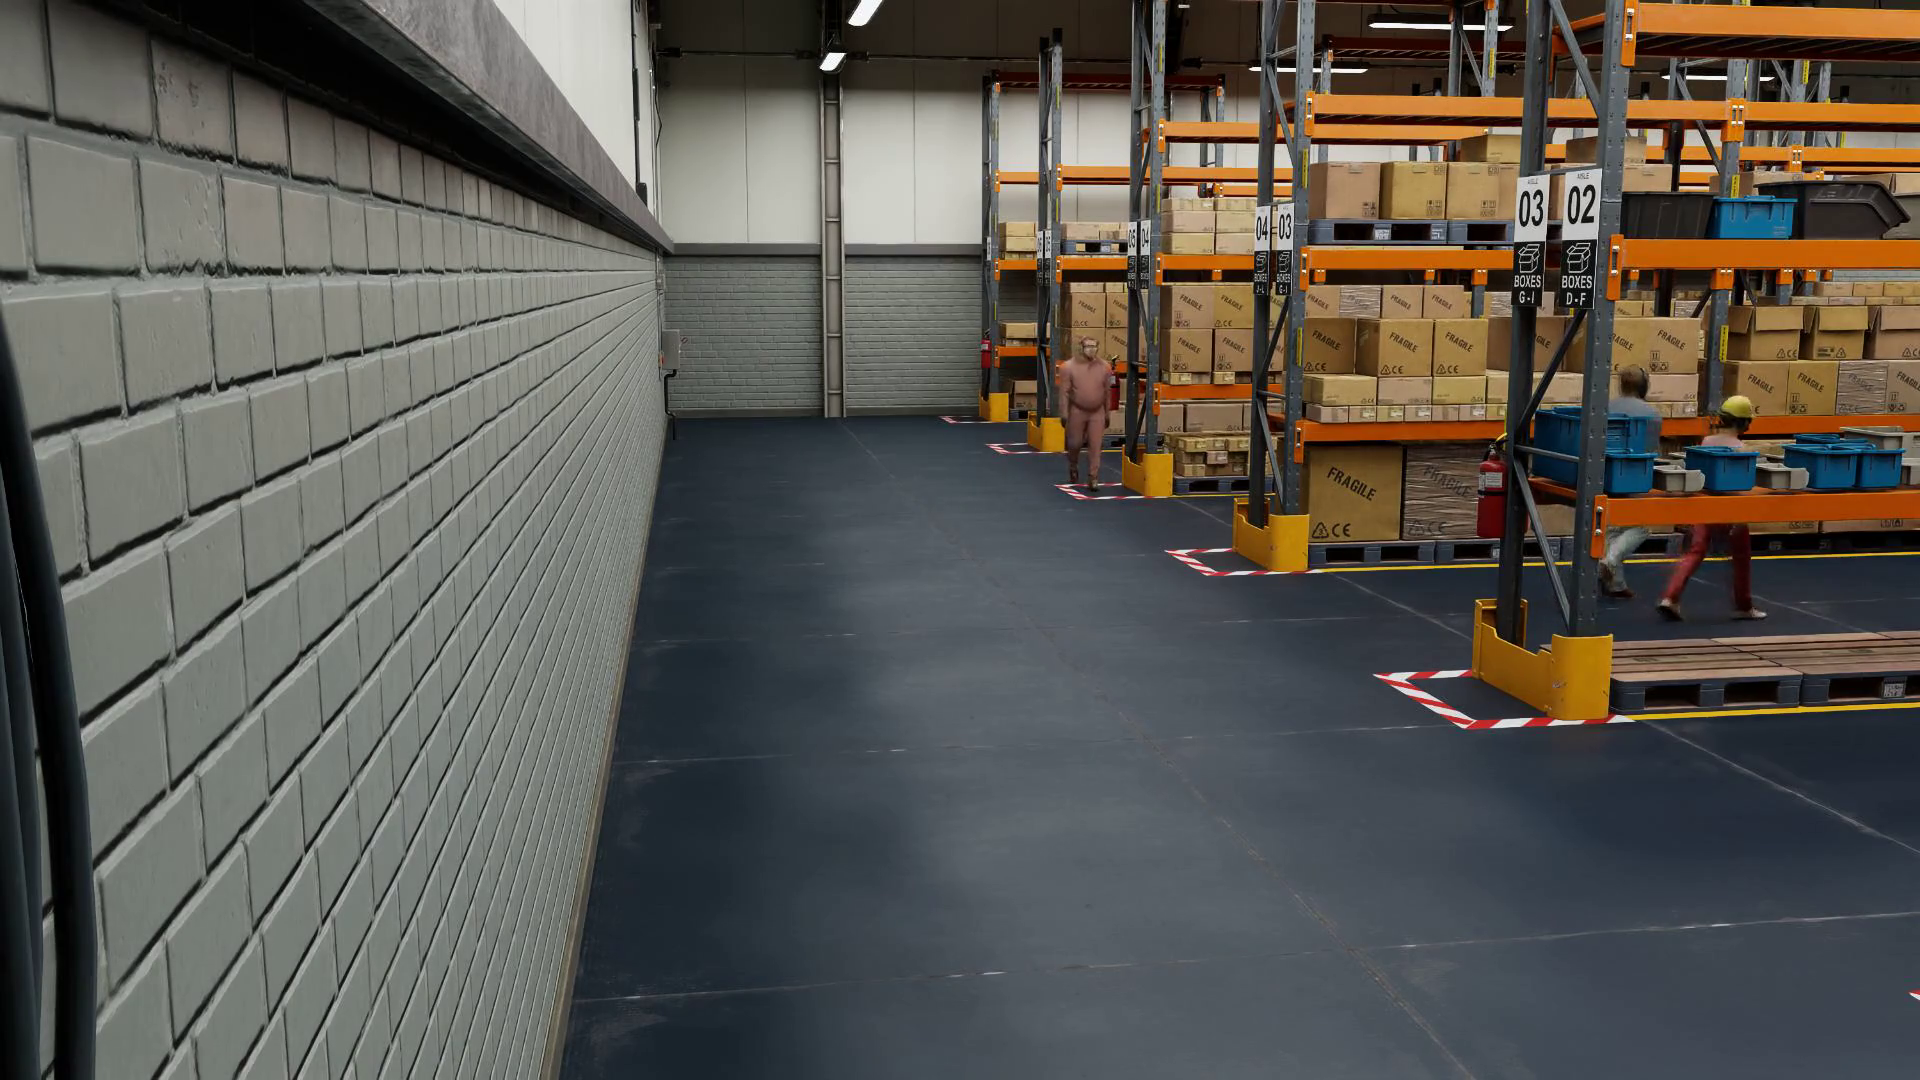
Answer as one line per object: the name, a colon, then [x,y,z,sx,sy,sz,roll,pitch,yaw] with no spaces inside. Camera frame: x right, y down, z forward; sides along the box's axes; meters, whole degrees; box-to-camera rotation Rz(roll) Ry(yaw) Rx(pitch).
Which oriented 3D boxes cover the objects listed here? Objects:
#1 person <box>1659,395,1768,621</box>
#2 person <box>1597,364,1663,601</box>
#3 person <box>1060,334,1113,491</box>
person: [5.703,-0.232,12.527,0.870,1.729,0.526,-3,10,-20]
person: [5.240,-0.439,13.215,0.557,1.919,0.638,-5,11,-30]
person: [1.533,-1.557,20.204,0.655,1.888,0.713,-1,9,-5]
